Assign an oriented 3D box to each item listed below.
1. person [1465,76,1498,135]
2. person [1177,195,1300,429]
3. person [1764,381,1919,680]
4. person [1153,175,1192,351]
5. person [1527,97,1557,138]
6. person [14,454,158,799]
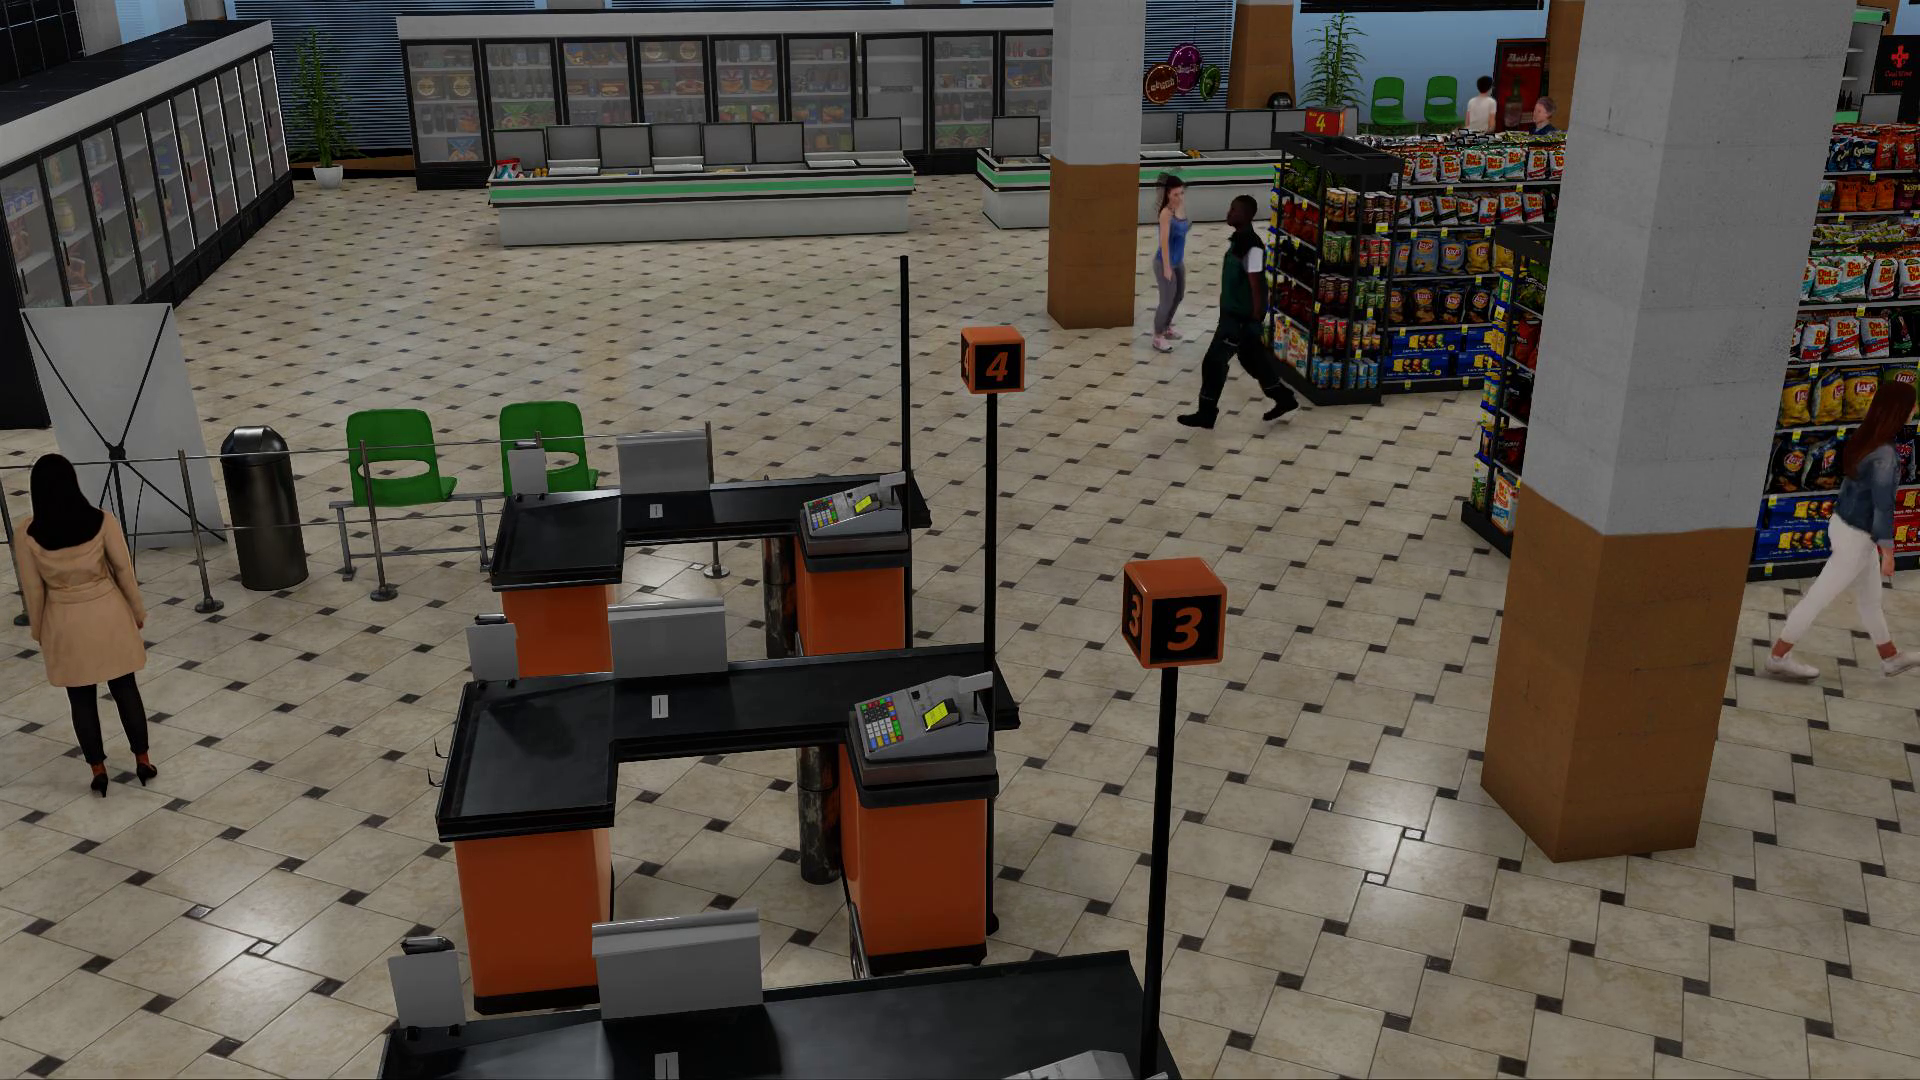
[{"bbox_3d":[6.682,-5.147,21.566,1.042,1.624,1.104,15,26,33],"label":"person"},{"bbox_3d":[2.258,-1.717,12.795,1.236,1.798,0.796,-1,22,-3],"label":"person"},{"bbox_3d":[4.595,-0.012,8.727,1.162,1.668,0.958,7,23,17],"label":"person"},{"bbox_3d":[1.879,-2.496,15.029,0.851,1.579,0.797,8,23,18],"label":"person"},{"bbox_3d":[6.329,-3.860,18.082,1.161,1.834,0.828,2,22,4],"label":"person"},{"bbox_3d":[-4.025,0.401,7.679,0.582,1.682,0.755,-12,25,-27],"label":"person"}]
